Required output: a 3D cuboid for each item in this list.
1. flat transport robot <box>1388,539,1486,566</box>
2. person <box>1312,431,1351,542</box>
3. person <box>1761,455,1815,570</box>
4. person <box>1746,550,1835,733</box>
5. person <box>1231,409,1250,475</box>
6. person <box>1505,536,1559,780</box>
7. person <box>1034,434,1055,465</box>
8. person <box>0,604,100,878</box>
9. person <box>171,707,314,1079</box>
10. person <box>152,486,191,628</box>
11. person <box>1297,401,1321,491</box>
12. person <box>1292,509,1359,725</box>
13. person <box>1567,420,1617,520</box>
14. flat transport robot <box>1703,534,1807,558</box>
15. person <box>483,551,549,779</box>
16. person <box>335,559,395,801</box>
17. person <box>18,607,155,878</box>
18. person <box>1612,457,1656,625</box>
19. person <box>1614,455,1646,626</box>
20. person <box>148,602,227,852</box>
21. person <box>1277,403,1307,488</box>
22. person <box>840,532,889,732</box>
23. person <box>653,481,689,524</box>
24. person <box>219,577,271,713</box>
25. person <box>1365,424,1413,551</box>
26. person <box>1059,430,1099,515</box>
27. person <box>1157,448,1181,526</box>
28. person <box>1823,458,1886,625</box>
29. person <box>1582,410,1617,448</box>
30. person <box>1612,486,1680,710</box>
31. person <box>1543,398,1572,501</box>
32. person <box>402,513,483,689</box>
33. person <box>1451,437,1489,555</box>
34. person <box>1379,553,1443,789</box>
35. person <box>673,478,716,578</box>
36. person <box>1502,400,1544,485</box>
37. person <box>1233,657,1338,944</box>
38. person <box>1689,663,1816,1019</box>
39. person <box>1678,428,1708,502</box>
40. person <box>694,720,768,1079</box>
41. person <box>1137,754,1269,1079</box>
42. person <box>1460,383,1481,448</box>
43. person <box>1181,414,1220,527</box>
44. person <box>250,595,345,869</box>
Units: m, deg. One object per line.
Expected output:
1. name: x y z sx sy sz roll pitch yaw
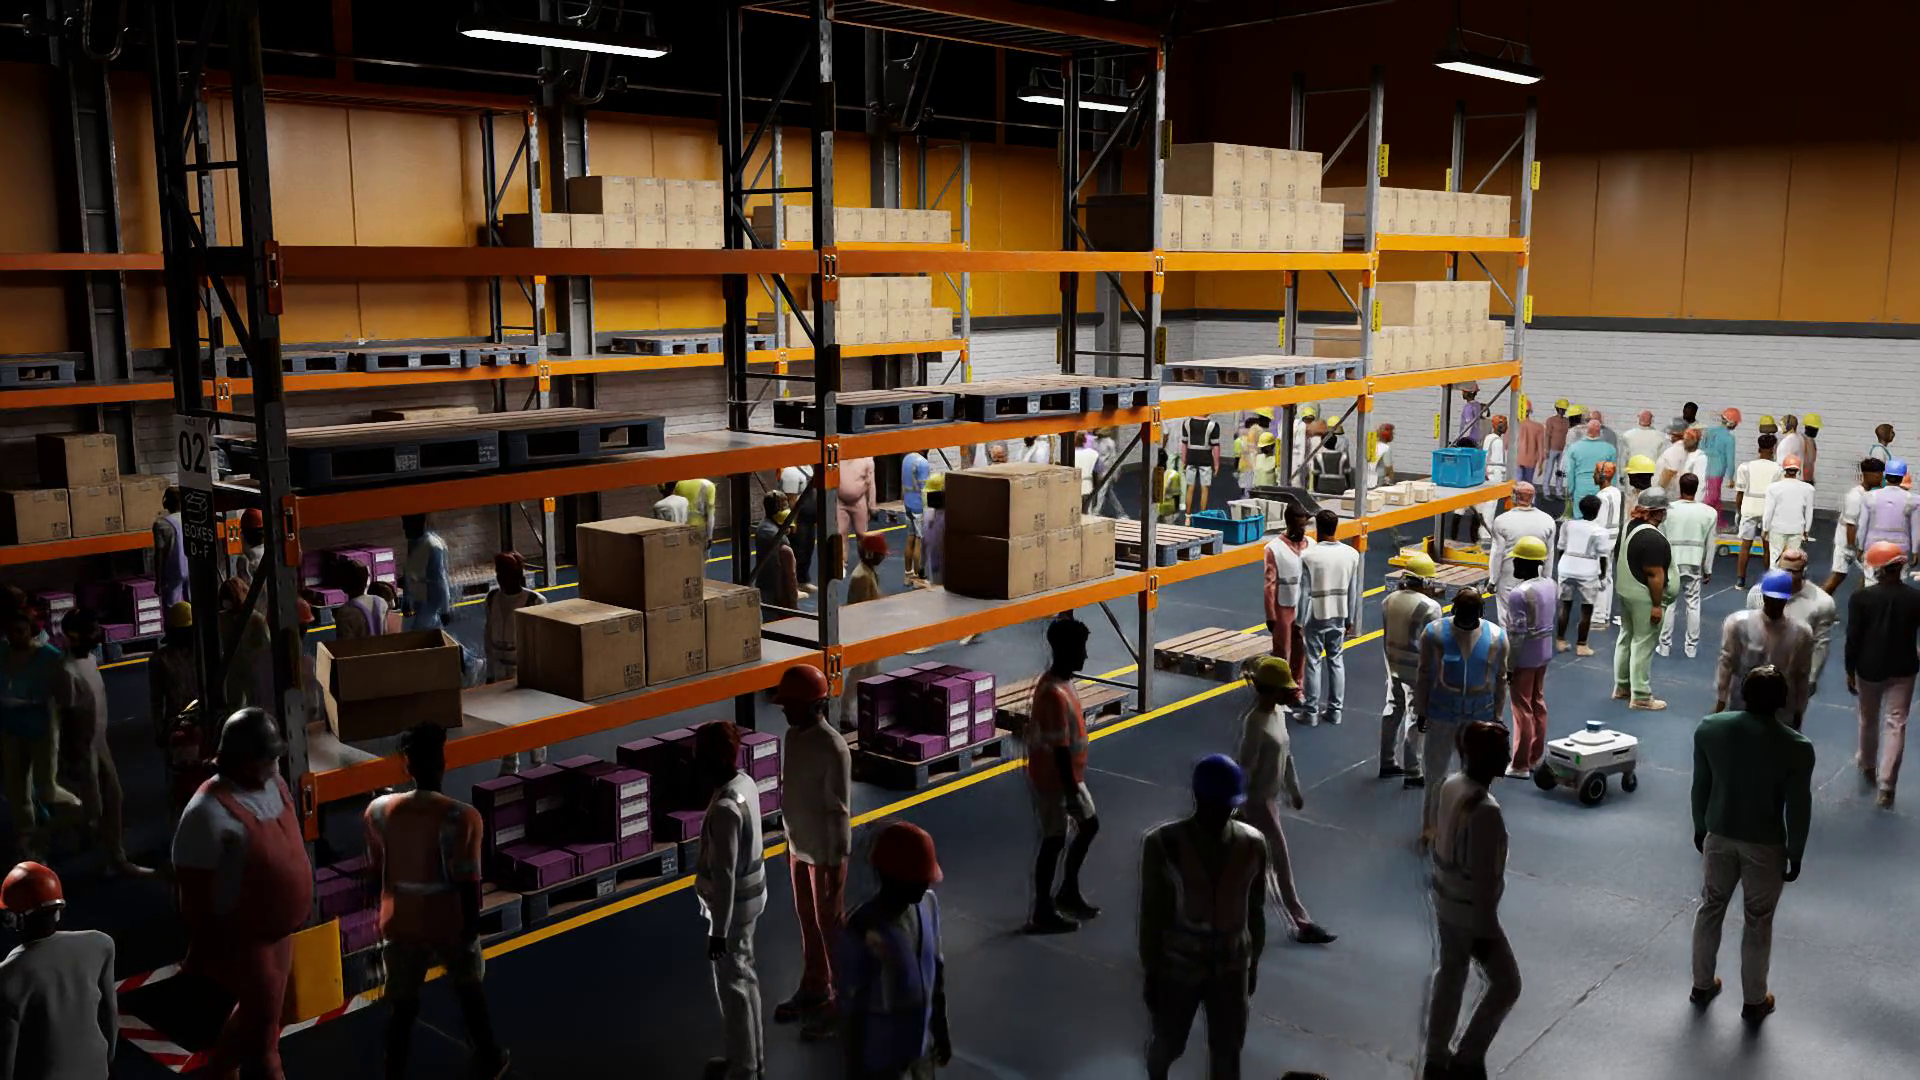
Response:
1. flat transport robot: 6.451 0.185 22.452 1.431 0.197 0.652 -9 13 -44
2. person: 5.262 -0.709 23.580 0.556 1.672 0.376 2 10 13
3. person: 9.951 -0.150 20.037 0.574 1.749 0.337 1 10 5
4. person: 6.305 1.004 12.751 0.642 1.886 0.511 6 11 33
5. person: 5.377 -2.050 31.754 0.318 1.630 0.513 6 11 32
6. person: 4.459 0.923 13.114 0.588 1.927 0.371 -9 13 -43
7. person: 1.350 -1.418 27.367 0.394 1.836 0.560 -9 13 -42
8. person: -6.185 1.306 11.141 0.573 1.825 0.623 3 10 17
9. person: -3.330 1.748 7.847 0.542 2.000 0.714 1 10 7
10. person: -7.820 0.373 16.683 0.349 1.836 0.517 8 12 38
11. person: 5.996 -1.741 28.811 0.379 1.996 0.610 9 13 44
12. person: 3.216 0.684 14.612 0.598 1.908 0.410 -4 10 -21
13. person: 8.659 -0.693 22.813 0.642 1.913 0.408 4 10 24
14. flat transport robot: 10.937 0.073 23.122 1.431 0.197 0.652 3 10 19
15. person: -3.386 1.013 12.712 0.576 1.881 0.354 4 10 23
16. person: -4.523 1.054 12.575 0.345 1.847 0.504 4 10 20
17. person: -5.744 1.344 10.848 0.708 1.847 0.527 -1 10 -7
18. person: 7.517 0.042 18.371 0.370 1.925 0.594 -1 10 -8
19. person: 7.549 0.010 18.559 0.366 1.926 0.594 3 10 17
20. person: -5.324 1.281 11.522 0.493 1.743 0.295 -6 11 -33
21. person: 5.230 -1.265 26.326 0.352 1.880 0.576 -7 12 -36
22. person: -0.823 0.779 14.597 0.398 1.736 0.601 1 10 4
23. person: -3.111 0.163 17.820 0.329 1.872 0.507 6 11 30
24. person: -5.599 1.091 12.982 0.507 1.631 0.266 3 10 16
25. person: 5.968 -0.730 23.390 0.932 1.798 0.596 -1 10 -6
26. person: 1.618 -0.623 22.640 0.580 1.827 0.646 -2 10 -10
27. person: 2.624 -0.366 21.565 0.539 1.669 0.431 7 12 37
28. person: 9.999 0.033 18.491 0.619 1.910 0.849 -9 13 -43
29. person: 9.336 -0.981 24.601 0.671 1.881 0.640 -5 11 -29
30. person: 6.297 0.513 15.220 0.535 2.000 0.687 0 10 -3
31. person: 10.175 -1.529 28.265 0.524 1.761 0.338 -3 10 -17
32. person: -4.900 0.555 15.470 0.889 1.886 0.609 -8 12 -40
33. person: 7.067 -0.609 23.060 0.640 1.661 0.330 -2 10 -10
34. person: 3.522 1.009 12.931 0.404 1.824 0.590 -4 11 -25
35. person: -3.146 -0.105 19.378 0.590 1.900 0.701 2 10 13
36. person: 8.715 -1.210 25.836 0.635 1.935 1.048 1 10 8
37. person: 1.859 1.543 10.040 0.912 1.715 0.530 5 11 26
38. person: 4.250 1.616 8.983 0.369 1.933 0.627 -9 13 -44
39. person: 9.688 -0.567 22.165 0.438 1.871 0.629 0 10 -2
40. person: -1.111 1.790 8.092 0.339 1.877 0.584 0 10 1
41. person: 1.076 1.862 7.493 0.615 1.927 0.770 -1 10 -7
42. person: 8.699 -1.712 28.490 0.369 2.048 0.607 5 11 29
43. person: 3.687 -1.191 25.434 0.619 2.029 0.410 5 11 28
44. person: -4.429 1.314 10.851 0.556 1.908 0.879 3 10 19
